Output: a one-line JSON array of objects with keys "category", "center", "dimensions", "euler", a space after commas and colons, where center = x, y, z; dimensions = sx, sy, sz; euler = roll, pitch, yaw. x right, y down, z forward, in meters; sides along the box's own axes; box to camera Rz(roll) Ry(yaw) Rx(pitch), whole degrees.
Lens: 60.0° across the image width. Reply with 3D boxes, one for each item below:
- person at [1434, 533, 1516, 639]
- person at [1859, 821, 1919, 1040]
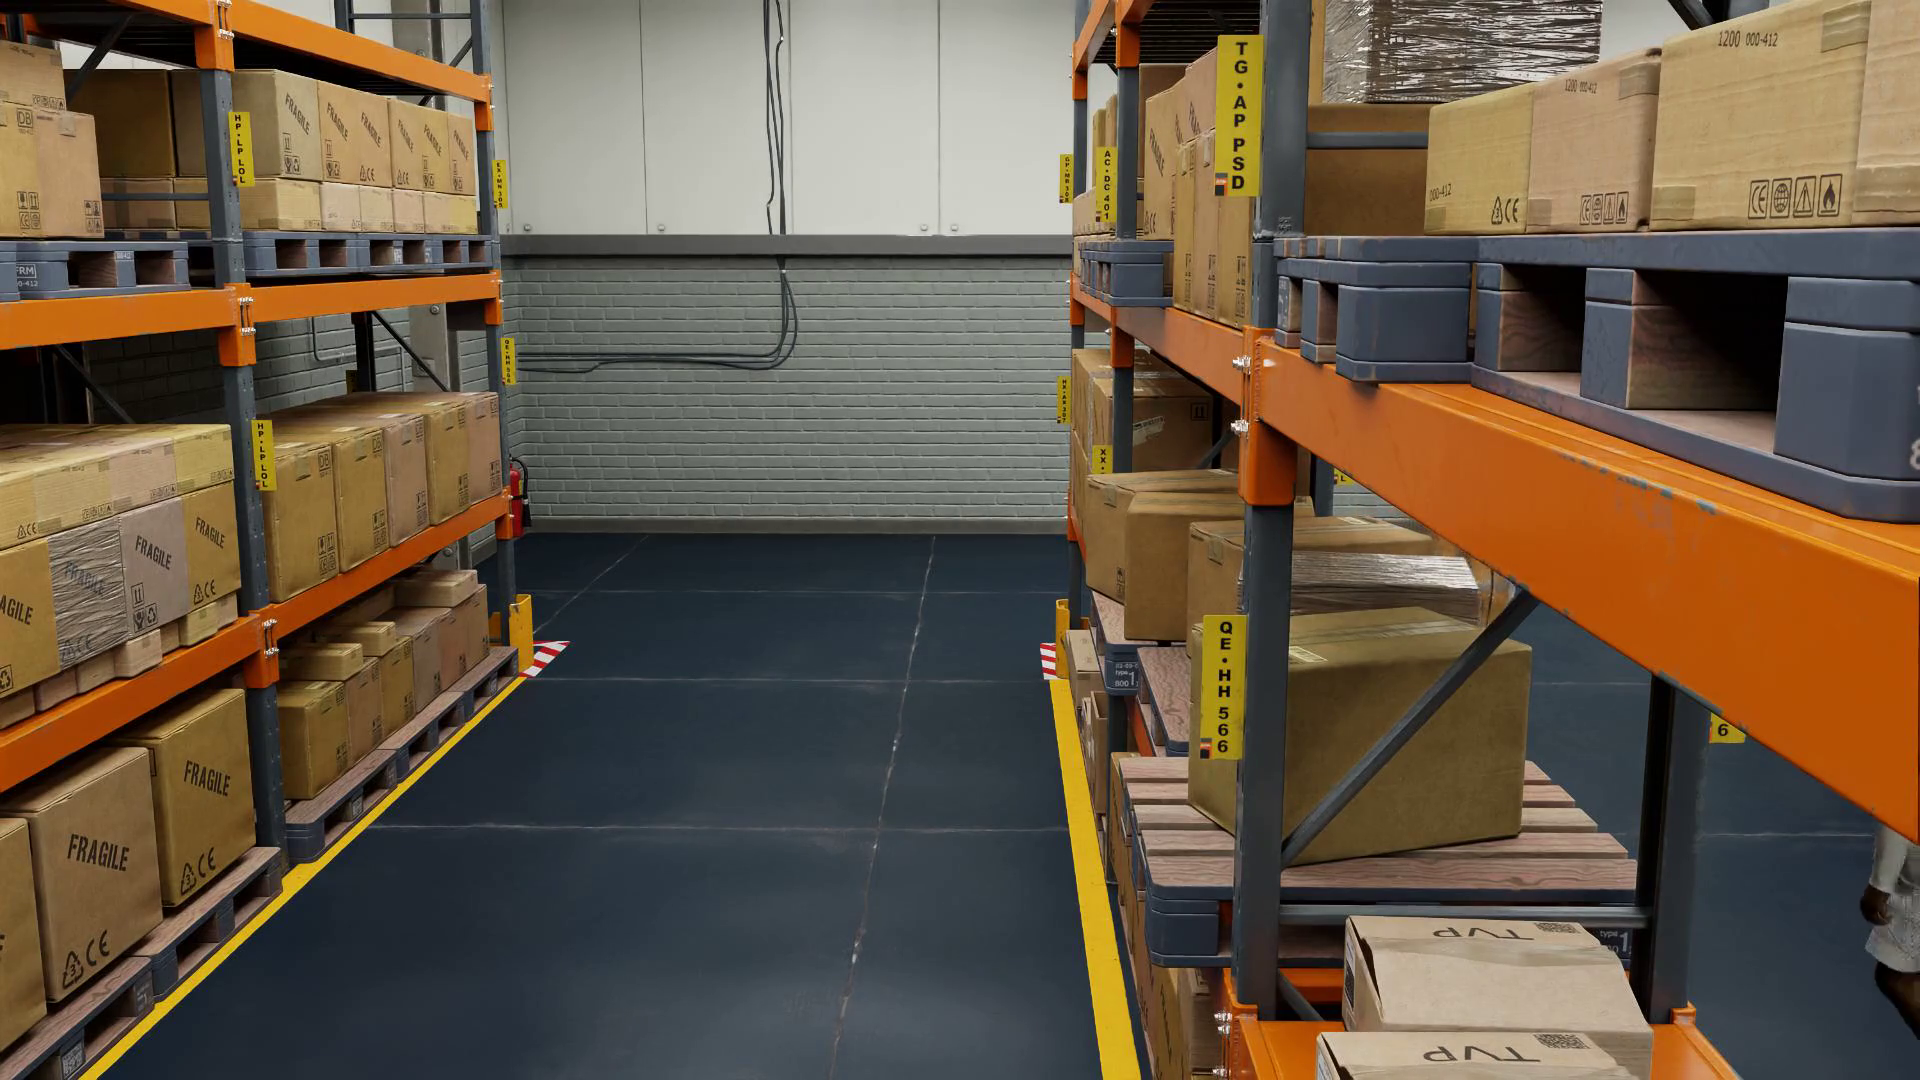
[{"category": "person", "center": [2.913, 0.445, 9.371], "dimensions": [0.574, 1.882, 0.997], "euler": [-2, 10, -13]}, {"category": "person", "center": [3.282, 1.079, 5.366], "dimensions": [0.612, 2.031, 0.640], "euler": [-2, 10, -8]}]
